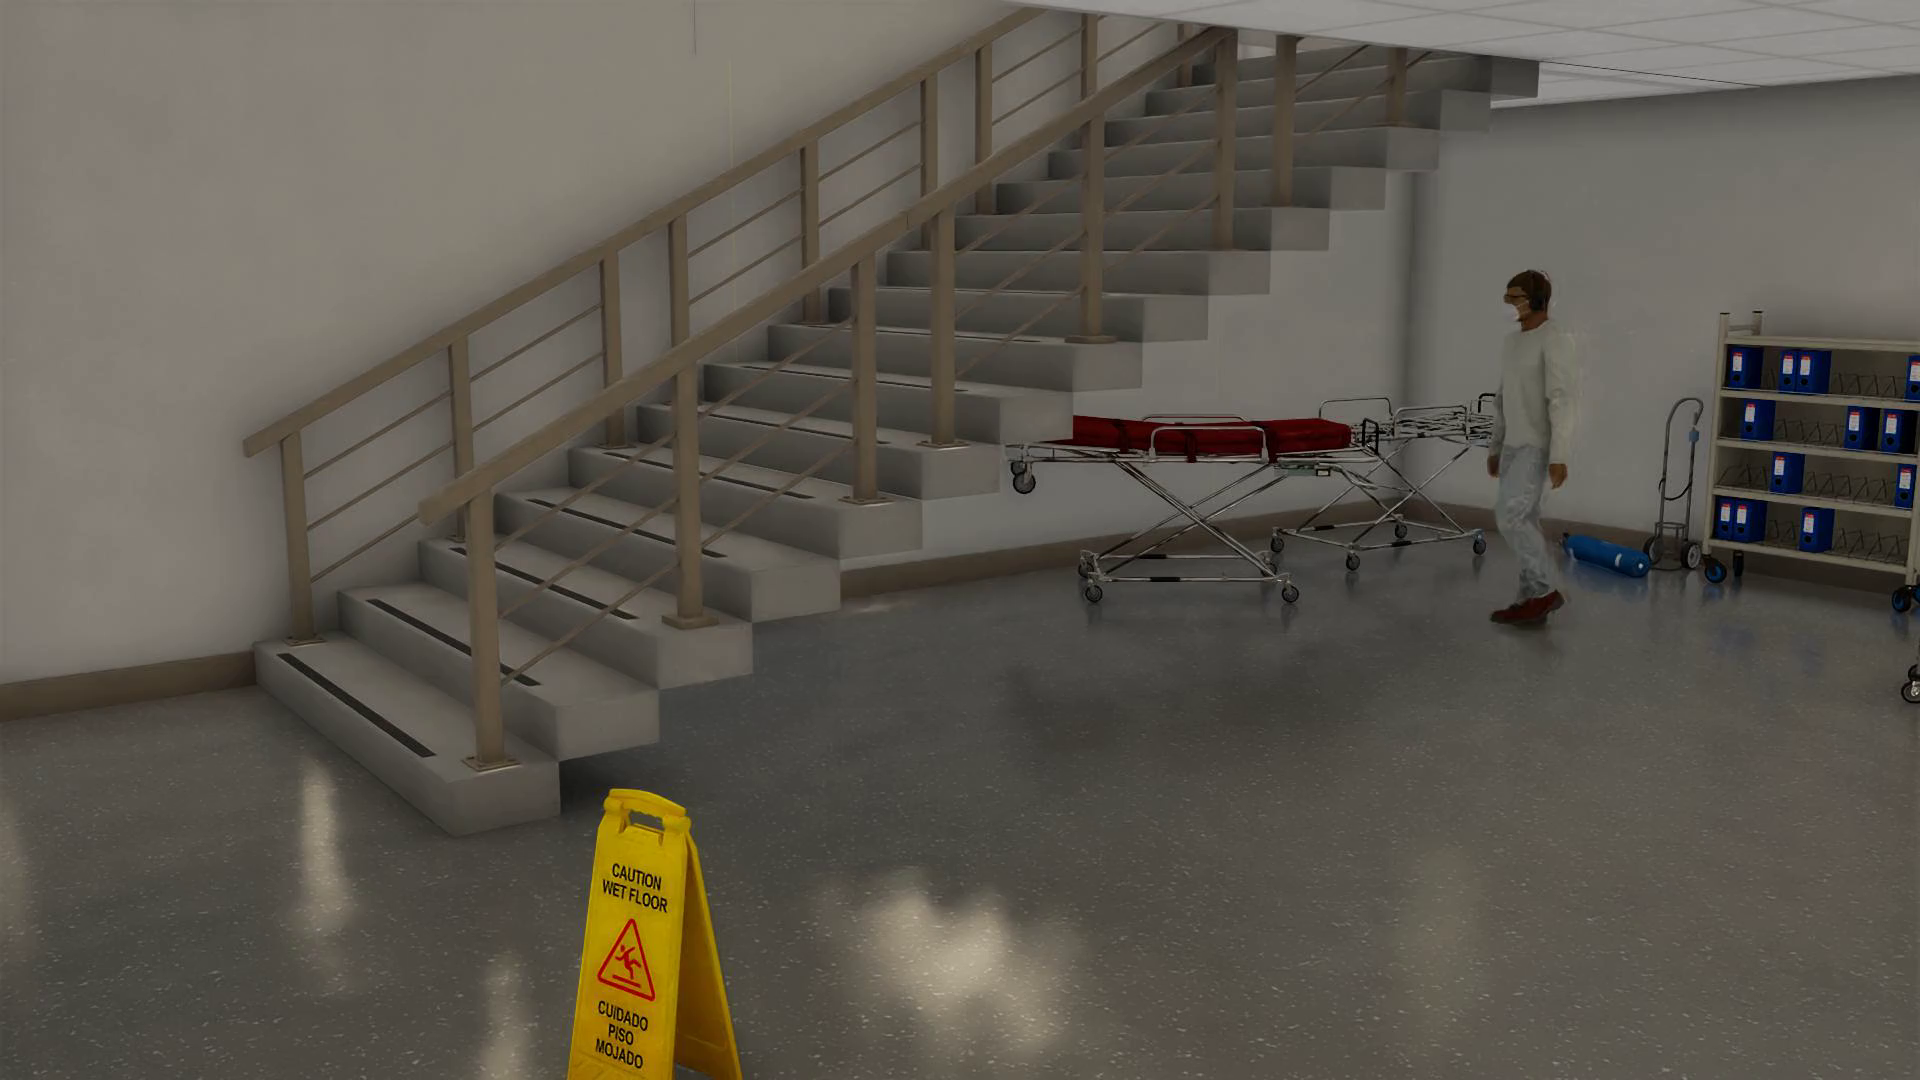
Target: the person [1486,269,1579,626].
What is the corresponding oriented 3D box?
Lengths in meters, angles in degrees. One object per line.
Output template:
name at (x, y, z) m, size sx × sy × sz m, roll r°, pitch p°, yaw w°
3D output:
person at (3.031, -0.475, 8.912) m, size 0.453 × 1.921 × 0.653 m, roll -1°, pitch 10°, yaw -6°
